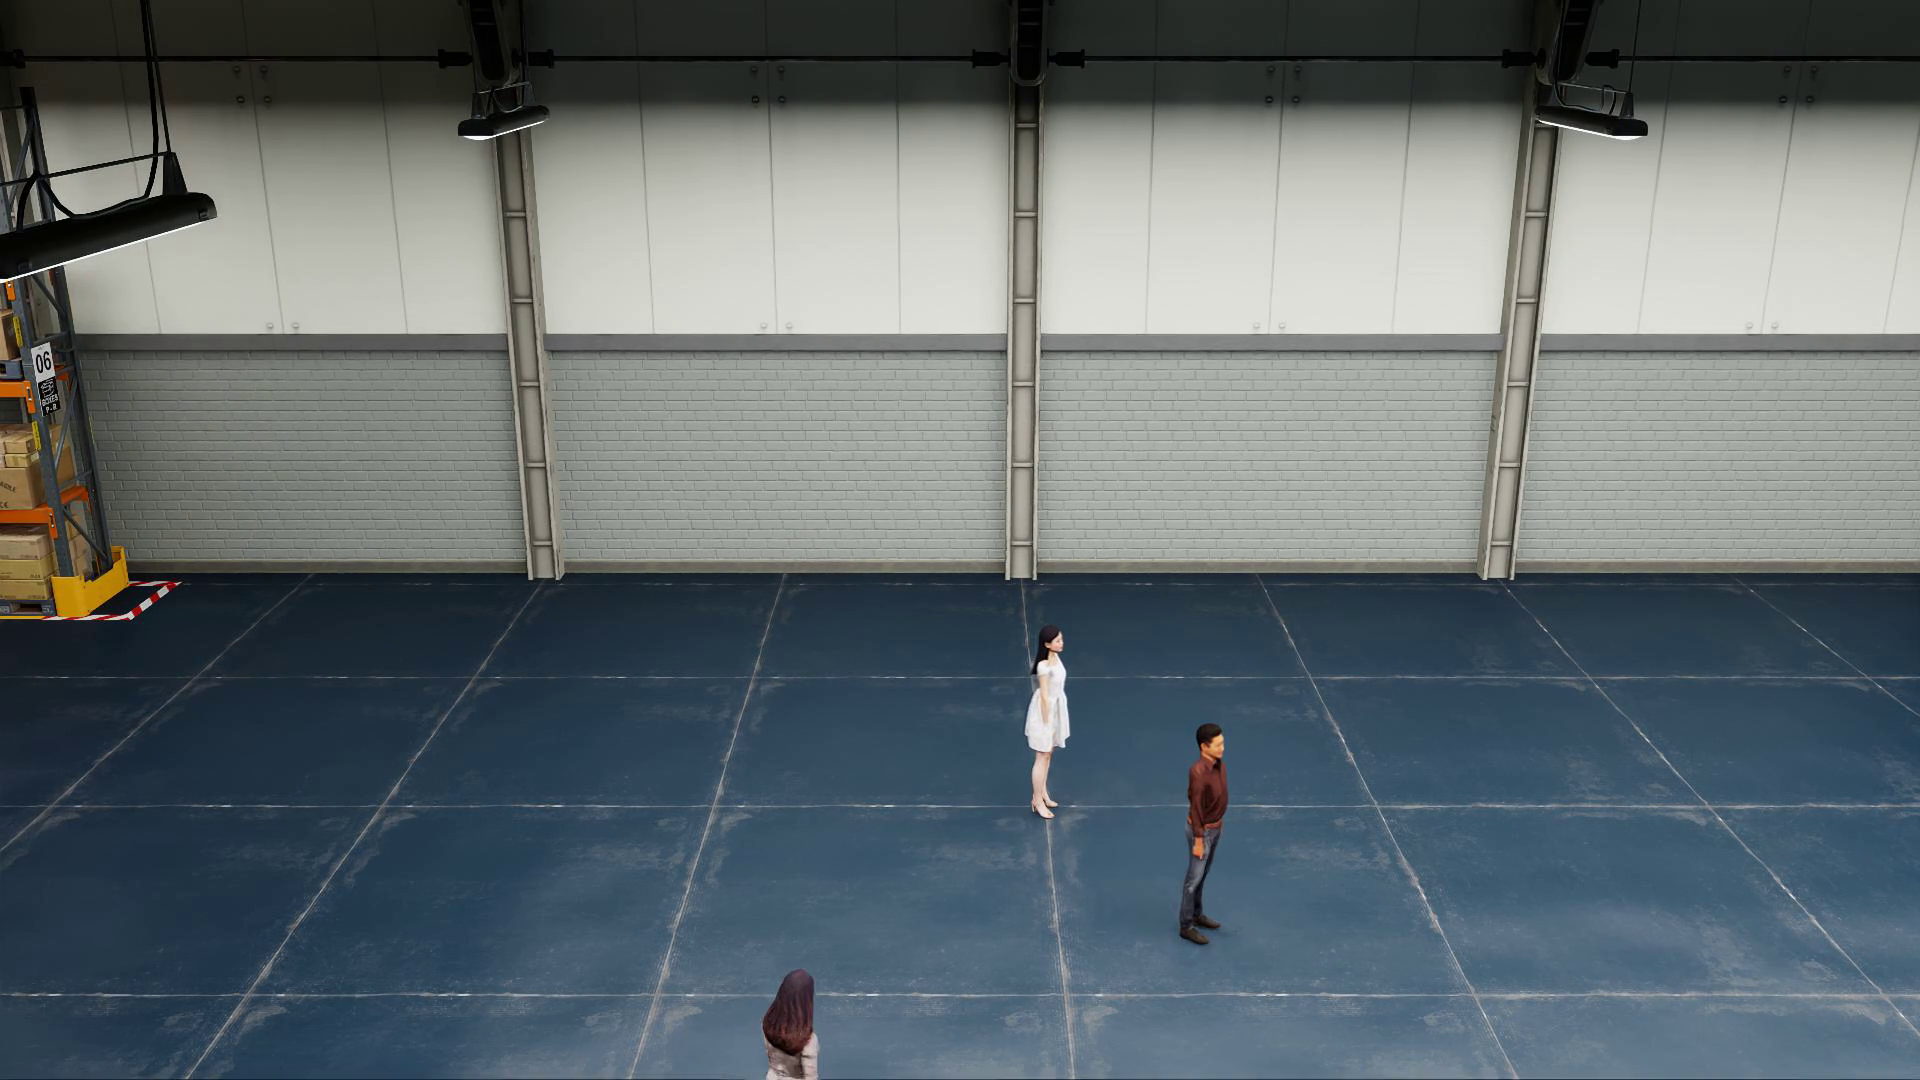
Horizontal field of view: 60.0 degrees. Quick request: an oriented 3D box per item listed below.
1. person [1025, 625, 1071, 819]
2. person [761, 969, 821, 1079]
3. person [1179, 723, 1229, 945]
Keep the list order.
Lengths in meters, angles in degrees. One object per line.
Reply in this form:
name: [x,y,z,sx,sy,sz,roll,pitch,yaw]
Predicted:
person: [0.781,1.584,14.692,0.721,1.773,0.718,5,19,14]
person: [-1.025,3.297,9.510,0.792,1.725,0.839,10,21,29]
person: [1.861,2.217,12.740,0.693,1.779,0.720,10,20,27]
